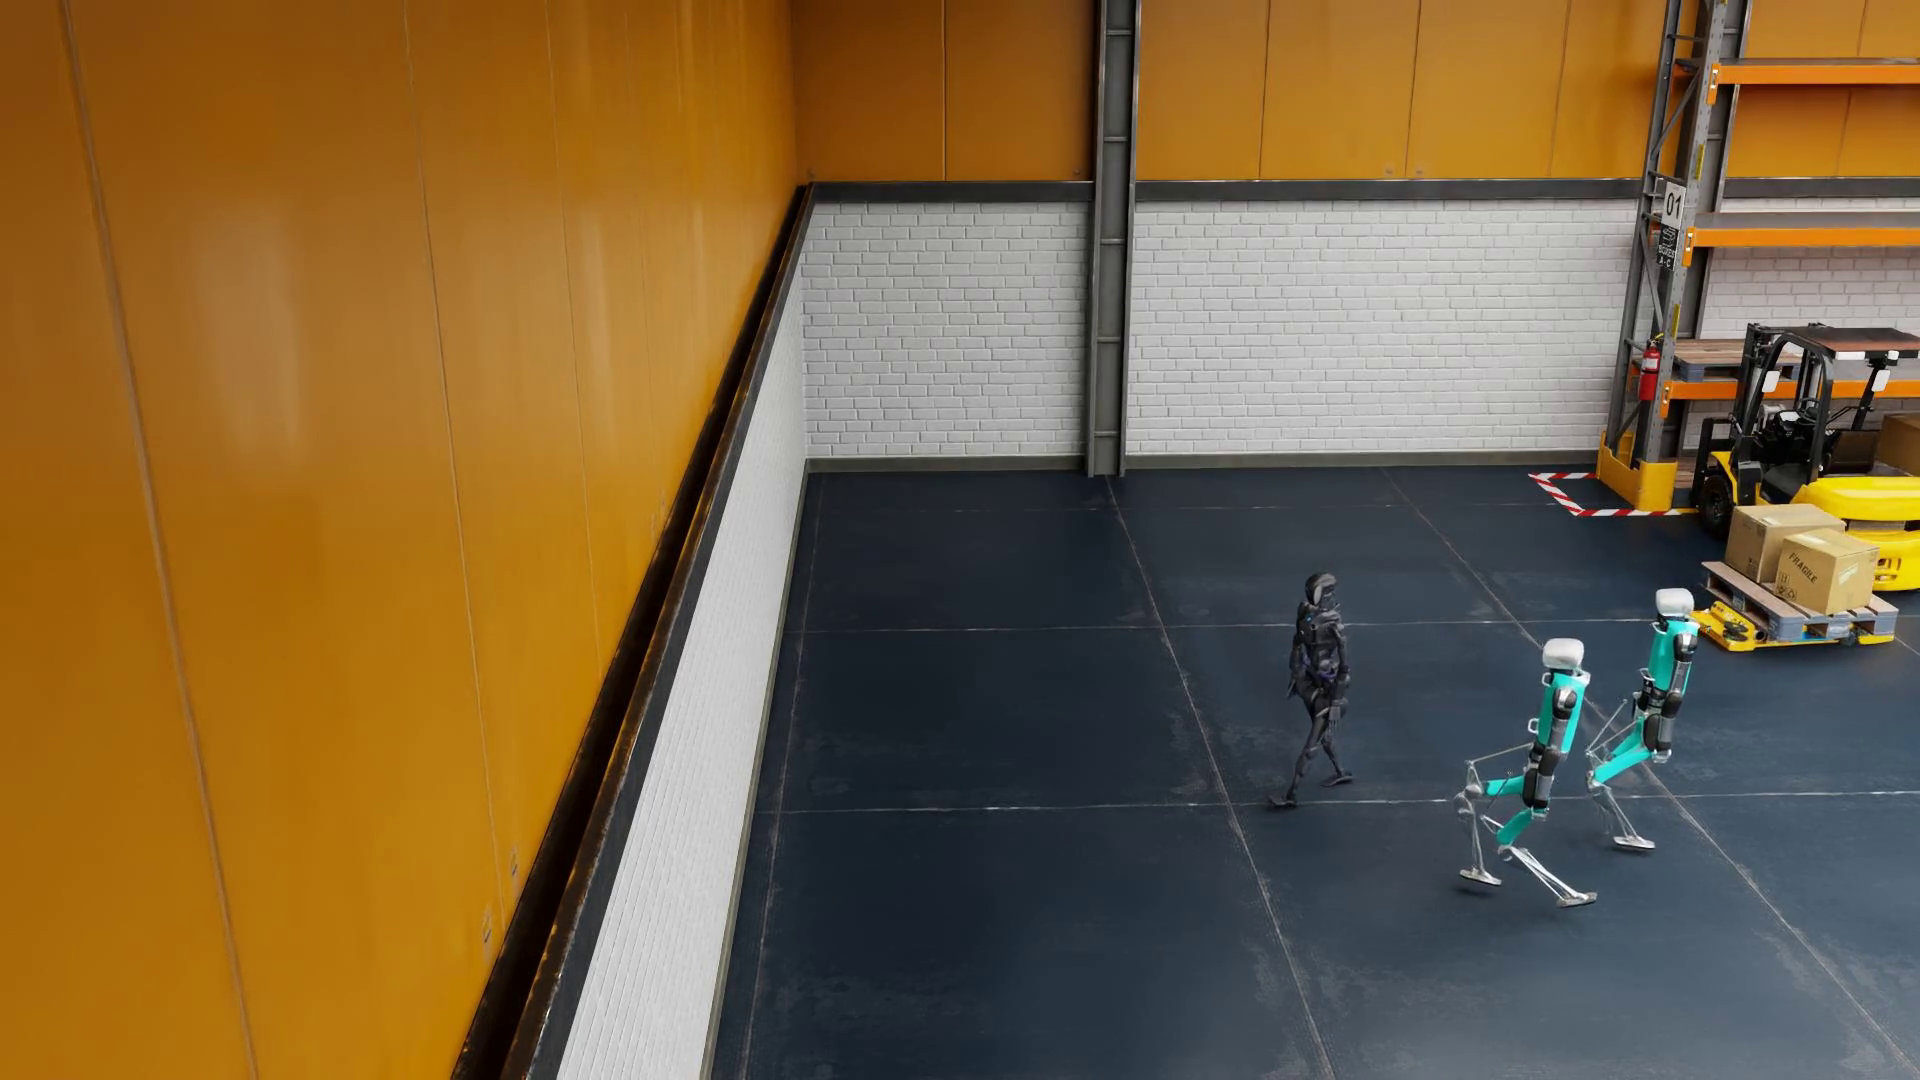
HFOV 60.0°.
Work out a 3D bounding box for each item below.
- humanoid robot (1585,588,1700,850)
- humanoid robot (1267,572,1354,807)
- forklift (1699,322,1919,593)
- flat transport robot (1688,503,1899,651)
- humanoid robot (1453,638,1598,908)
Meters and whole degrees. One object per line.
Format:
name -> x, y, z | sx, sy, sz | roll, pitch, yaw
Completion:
humanoid robot -> 4.131, 1.151, 10.316 | 0.648, 1.810, 0.530 | 3, 20, 9
humanoid robot -> 2.359, 0.965, 10.961 | 0.779, 1.620, 0.590 | -8, 22, -22
forklift -> 7.809, -0.792, 14.926 | 1.214, 2.155, 2.313 | -1, 20, -2
flat transport robot -> 6.847, 0.673, 13.728 | 1.431, 0.231, 0.659 | -3, 20, -7
humanoid robot -> 3.269, 1.369, 9.707 | 1.023, 1.738, 0.552 | 8, 22, 21
